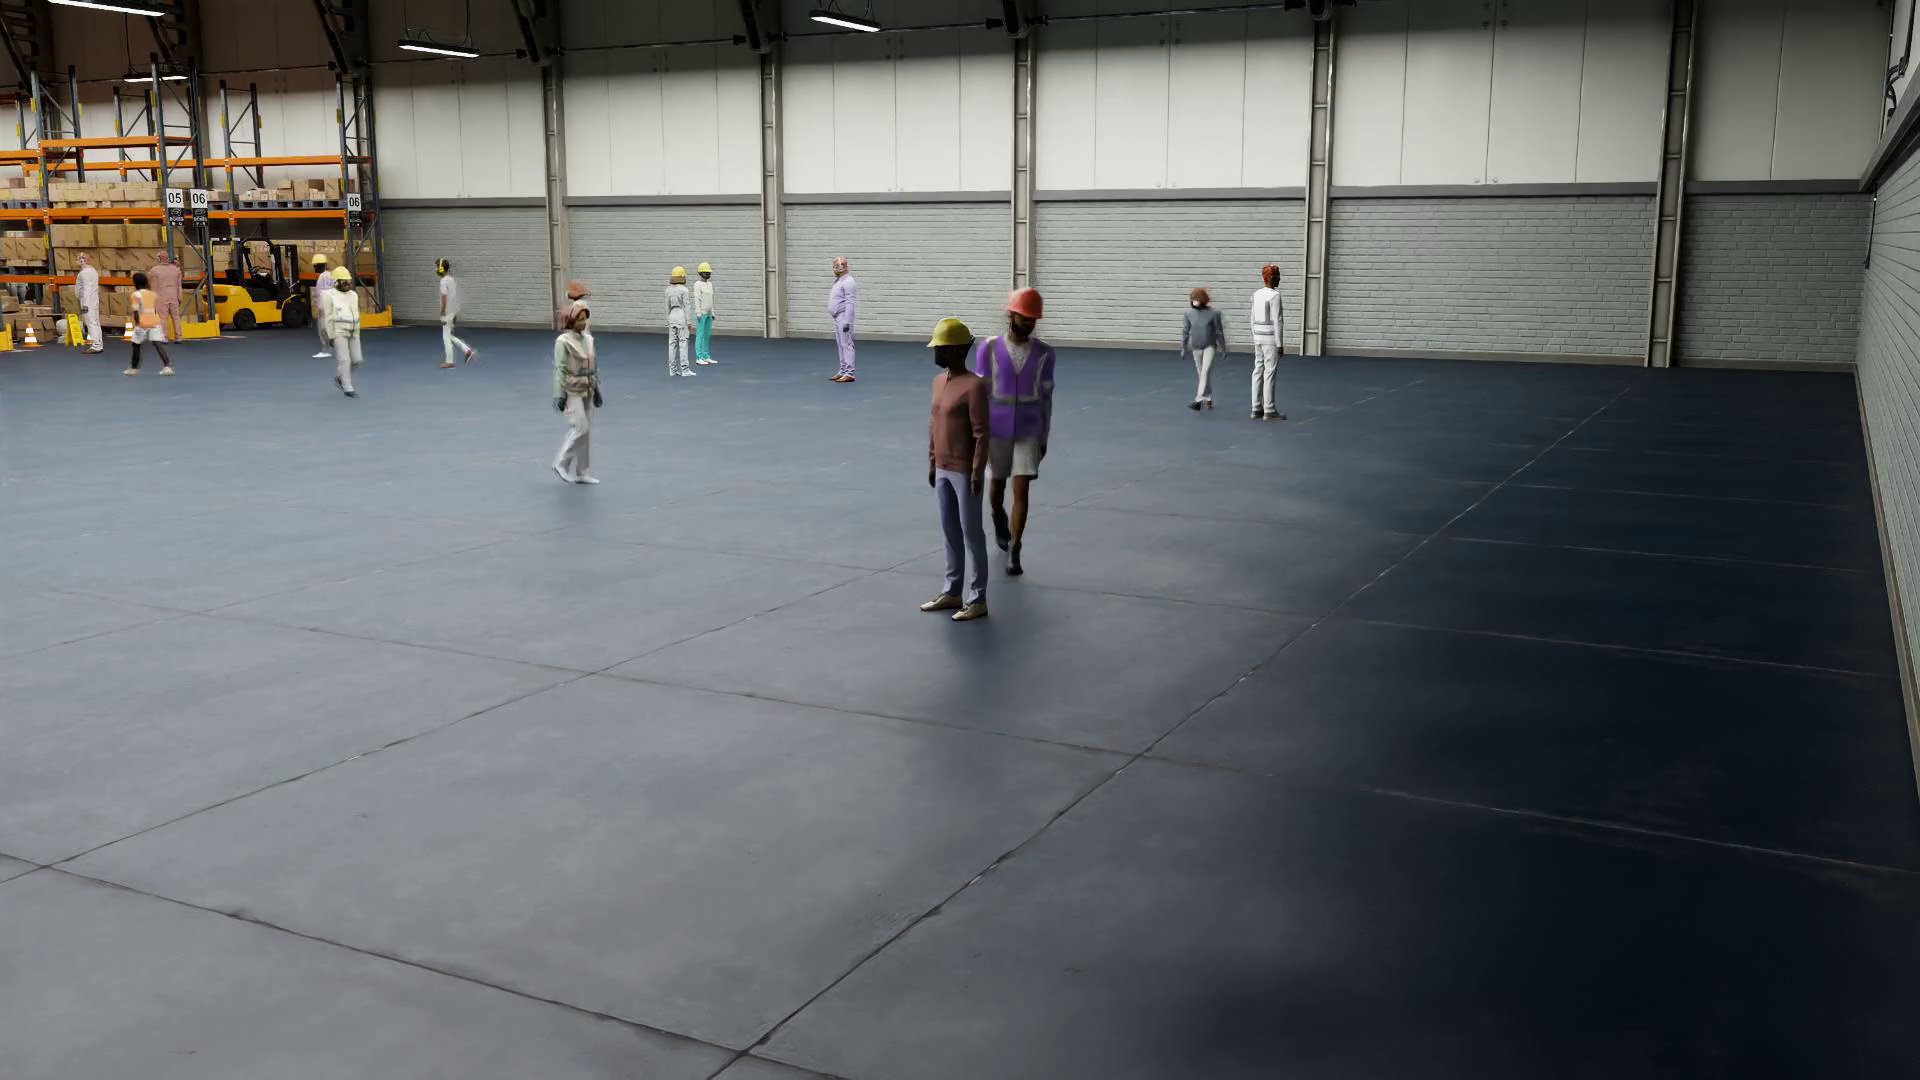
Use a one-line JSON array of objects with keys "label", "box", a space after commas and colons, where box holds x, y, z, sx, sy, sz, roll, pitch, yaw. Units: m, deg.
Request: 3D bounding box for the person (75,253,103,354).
[{"label": "person", "box": [-16.601, -4.499, 31.645, 0.401, 1.906, 0.651, -3, 11, -14]}]

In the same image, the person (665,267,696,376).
[{"label": "person", "box": [-4.479, -3.489, 26.583, 0.484, 1.744, 0.295, 6, 12, 31]}]

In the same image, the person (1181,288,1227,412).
[{"label": "person", "box": [3.109, -2.432, 21.261, 0.564, 1.564, 0.869, 6, 12, 28]}]

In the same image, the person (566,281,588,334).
[{"label": "person", "box": [-5.253, -2.754, 22.913, 0.387, 1.620, 0.522, -2, 11, -10]}]

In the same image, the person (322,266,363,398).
[{"label": "person", "box": [-8.544, -2.867, 22.993, 0.536, 1.817, 0.598, 6, 12, 30]}]

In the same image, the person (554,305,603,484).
[{"label": "person", "box": [-3.417, -1.295, 14.946, 0.361, 1.627, 0.516, 4, 11, 20]}]

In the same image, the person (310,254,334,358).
[{"label": "person", "box": [-11.599, -4.295, 30.530, 0.593, 1.906, 0.600, -6, 12, -30]}]

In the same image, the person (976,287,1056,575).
[{"label": "person", "box": [0.354, -0.763, 11.283, 0.570, 1.906, 0.846, -1, 10, -4]}]

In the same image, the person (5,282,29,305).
[{"label": "person", "box": [-24.421, -6.608, 43.059, 0.372, 1.940, 0.629, 5, 12, 27]}]

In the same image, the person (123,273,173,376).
[{"label": "person", "box": [-12.967, -3.428, 26.495, 0.864, 1.652, 0.544, 3, 11, 18]}]

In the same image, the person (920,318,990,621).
[{"label": "person", "box": [-0.032, -0.411, 9.735, 0.329, 1.767, 0.529, -7, 12, -32]}]

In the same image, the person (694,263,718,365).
[{"label": "person", "box": [-4.442, -3.945, 29.007, 0.312, 1.768, 0.522, 4, 11, 22]}]

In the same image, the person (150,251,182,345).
[{"label": "person", "box": [-16.341, -4.973, 34.231, 0.409, 1.908, 0.647, 8, 13, 36]}]

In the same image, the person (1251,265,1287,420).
[{"label": "person", "box": [3.767, -2.407, 20.304, 0.355, 1.882, 0.575, -5, 11, -23]}]

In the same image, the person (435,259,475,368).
[{"label": "person", "box": [-8.568, -3.806, 28.026, 0.530, 1.856, 0.527, 0, 10, -2]}]

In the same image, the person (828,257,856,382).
[{"label": "person", "box": [-1.815, -3.372, 25.518, 0.406, 1.902, 0.638, -3, 11, -18]}]
